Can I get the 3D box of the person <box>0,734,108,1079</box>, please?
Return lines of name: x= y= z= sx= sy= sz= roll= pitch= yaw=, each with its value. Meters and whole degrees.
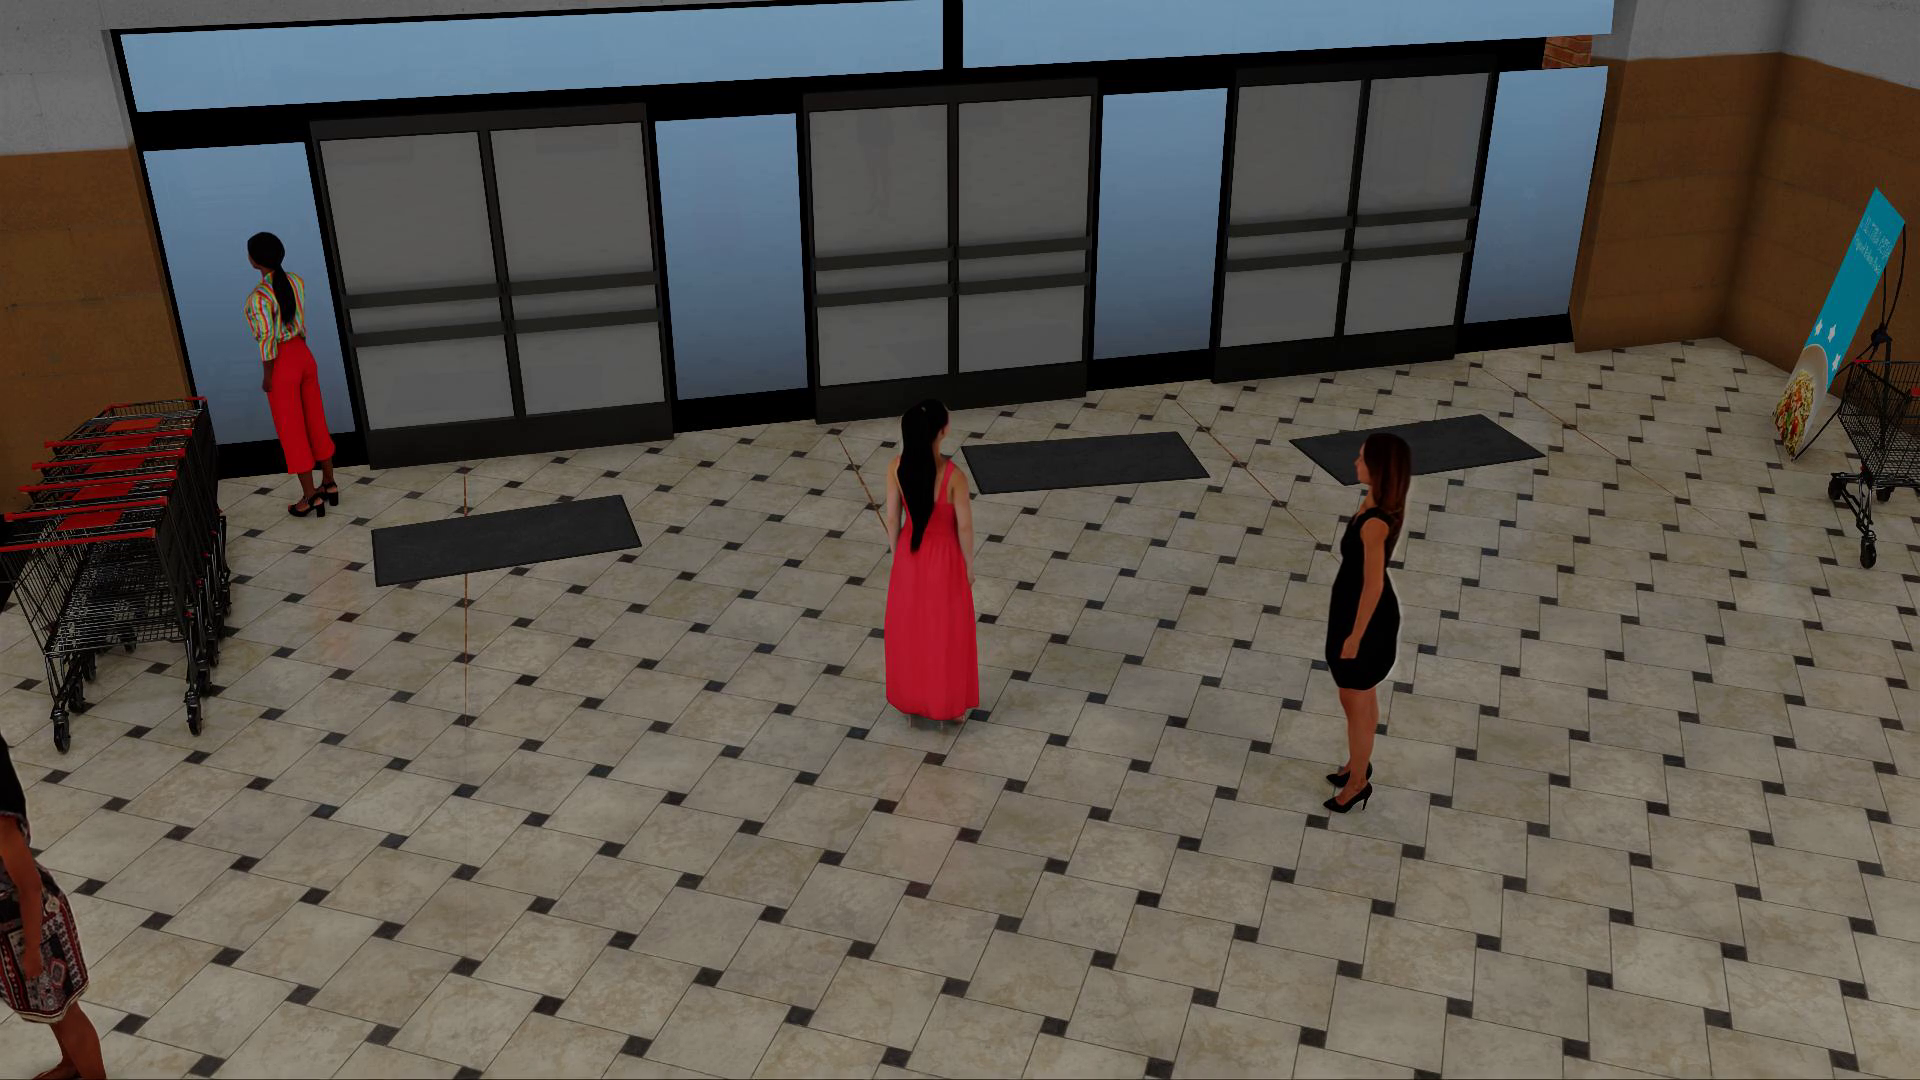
person: x=-3.220 y=1.304 z=5.716 sx=0.784 sy=1.645 sz=0.641 roll=-23 pitch=35 yaw=-37

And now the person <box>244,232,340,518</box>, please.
person: x=-4.060 y=-0.996 z=10.089 sx=0.736 sy=1.793 sz=0.632 roll=8 pitch=28 yaw=14

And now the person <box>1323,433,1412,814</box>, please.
person: x=1.773 y=0.387 z=7.317 sx=0.729 sy=1.834 sz=0.631 roll=8 pitch=28 yaw=16

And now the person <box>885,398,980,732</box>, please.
person: x=-0.145 y=0.132 z=7.939 sx=0.716 sy=1.726 sz=0.750 roll=10 pitch=28 yaw=19
